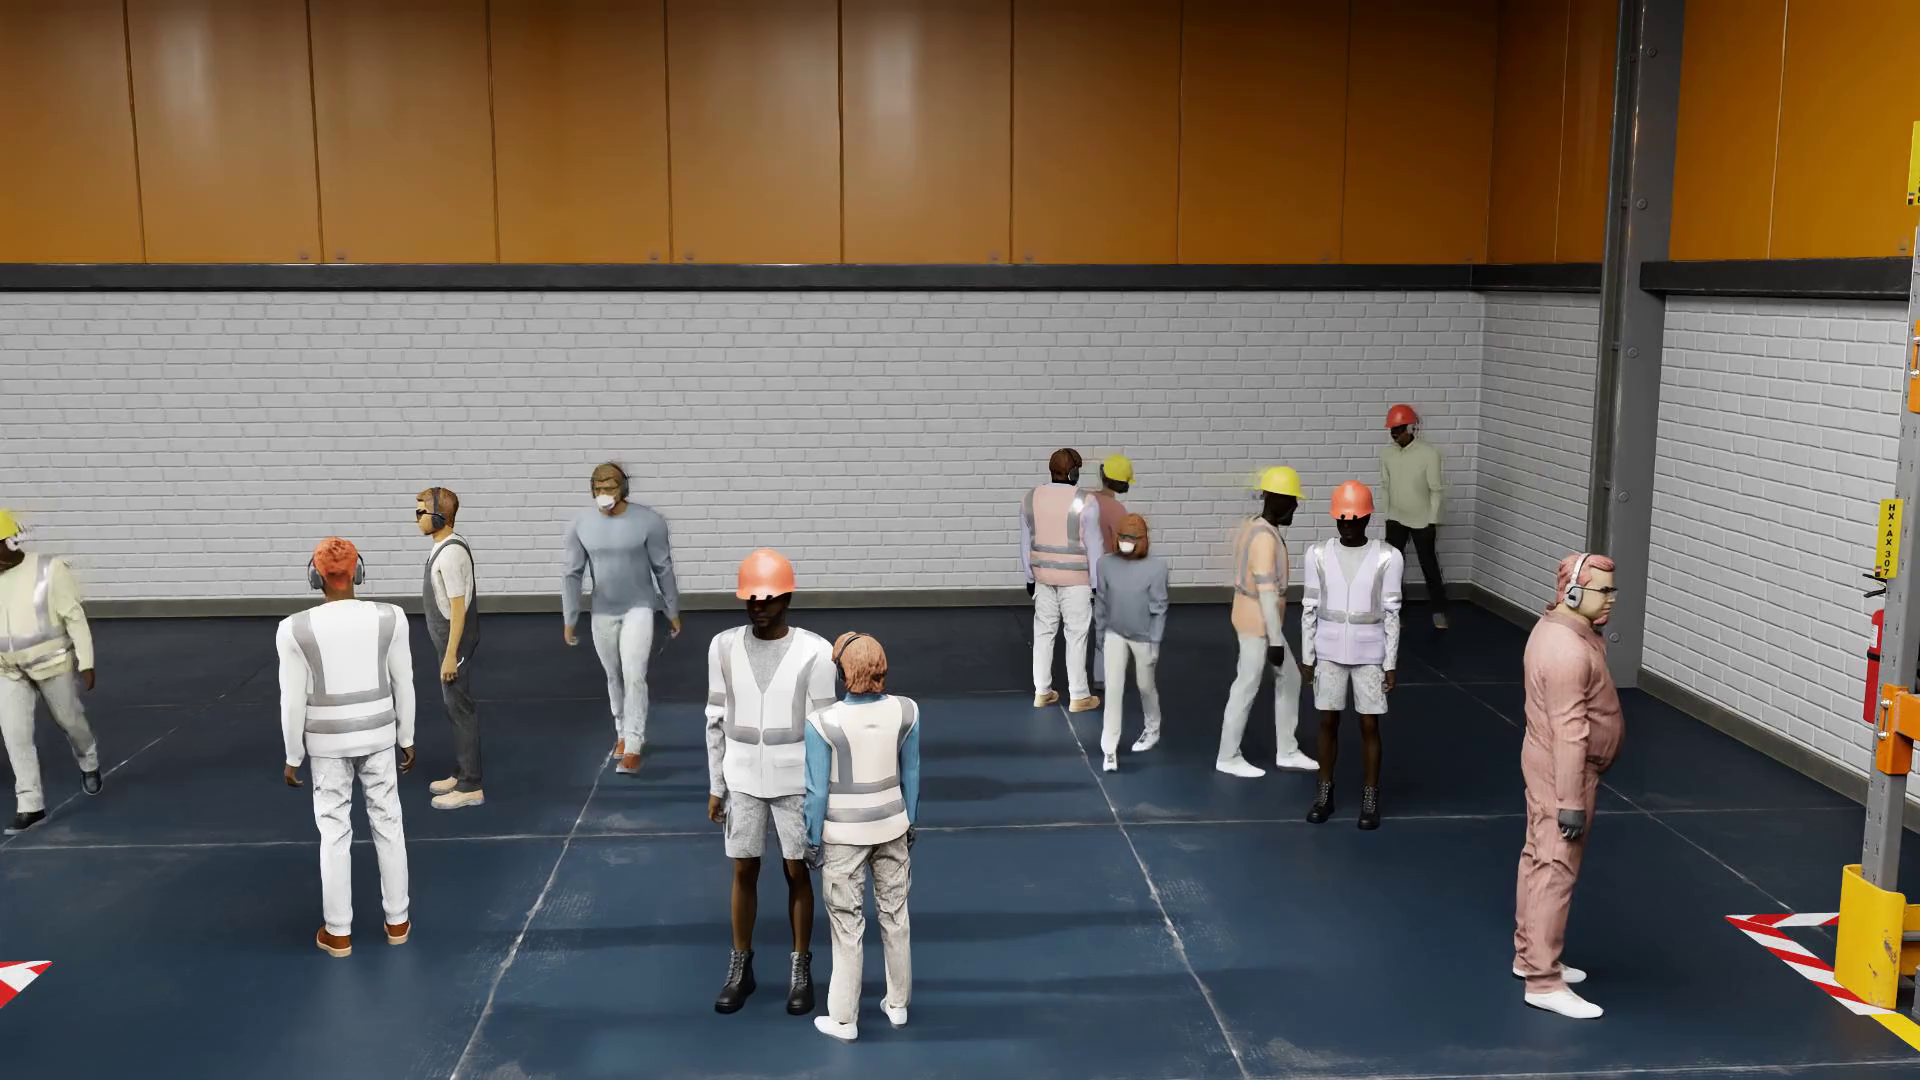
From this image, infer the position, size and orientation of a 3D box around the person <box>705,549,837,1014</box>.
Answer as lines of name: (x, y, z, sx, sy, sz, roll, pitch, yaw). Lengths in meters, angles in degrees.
person: (-0.776, 0.989, 6.822, 0.543, 1.939, 0.370, 1, 9, 6)

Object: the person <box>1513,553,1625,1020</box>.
person: (2.534, 0.994, 6.905, 0.399, 1.904, 0.644, 2, 9, 13)

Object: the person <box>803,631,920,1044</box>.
person: (-0.384, 1.175, 6.601, 0.514, 1.639, 0.308, -6, 11, -31)

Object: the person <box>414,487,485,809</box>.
person: (-2.912, 0.609, 9.507, 0.327, 1.844, 0.514, -3, 9, -17)

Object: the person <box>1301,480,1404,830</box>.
person: (2.134, 0.629, 9.124, 0.542, 1.933, 0.382, 4, 10, 22)

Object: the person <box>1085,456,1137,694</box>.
person: (1.043, 0.233, 12.230, 0.342, 1.729, 0.634, -5, 10, -29)

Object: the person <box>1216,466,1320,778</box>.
person: (1.922, 0.508, 9.981, 0.804, 1.888, 0.626, 2, 9, 12)

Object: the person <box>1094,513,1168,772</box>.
person: (1.067, 0.603, 10.341, 0.503, 1.587, 0.802, 4, 10, 25)

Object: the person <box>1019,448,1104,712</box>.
person: (0.730, 0.276, 11.609, 0.633, 1.843, 0.429, 6, 11, 32)

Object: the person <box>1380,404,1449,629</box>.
person: (3.914, -0.195, 14.265, 0.733, 1.956, 0.633, -8, 12, -42)

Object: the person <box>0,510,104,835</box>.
person: (-5.155, 0.675, 9.317, 0.671, 1.779, 0.877, -1, 9, -8)

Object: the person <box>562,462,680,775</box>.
person: (-2.096, 0.479, 10.150, 0.669, 1.898, 0.905, 1, 9, 4)

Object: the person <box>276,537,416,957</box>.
person: (-2.727, 0.917, 7.441, 0.573, 1.887, 0.354, -5, 10, -30)
